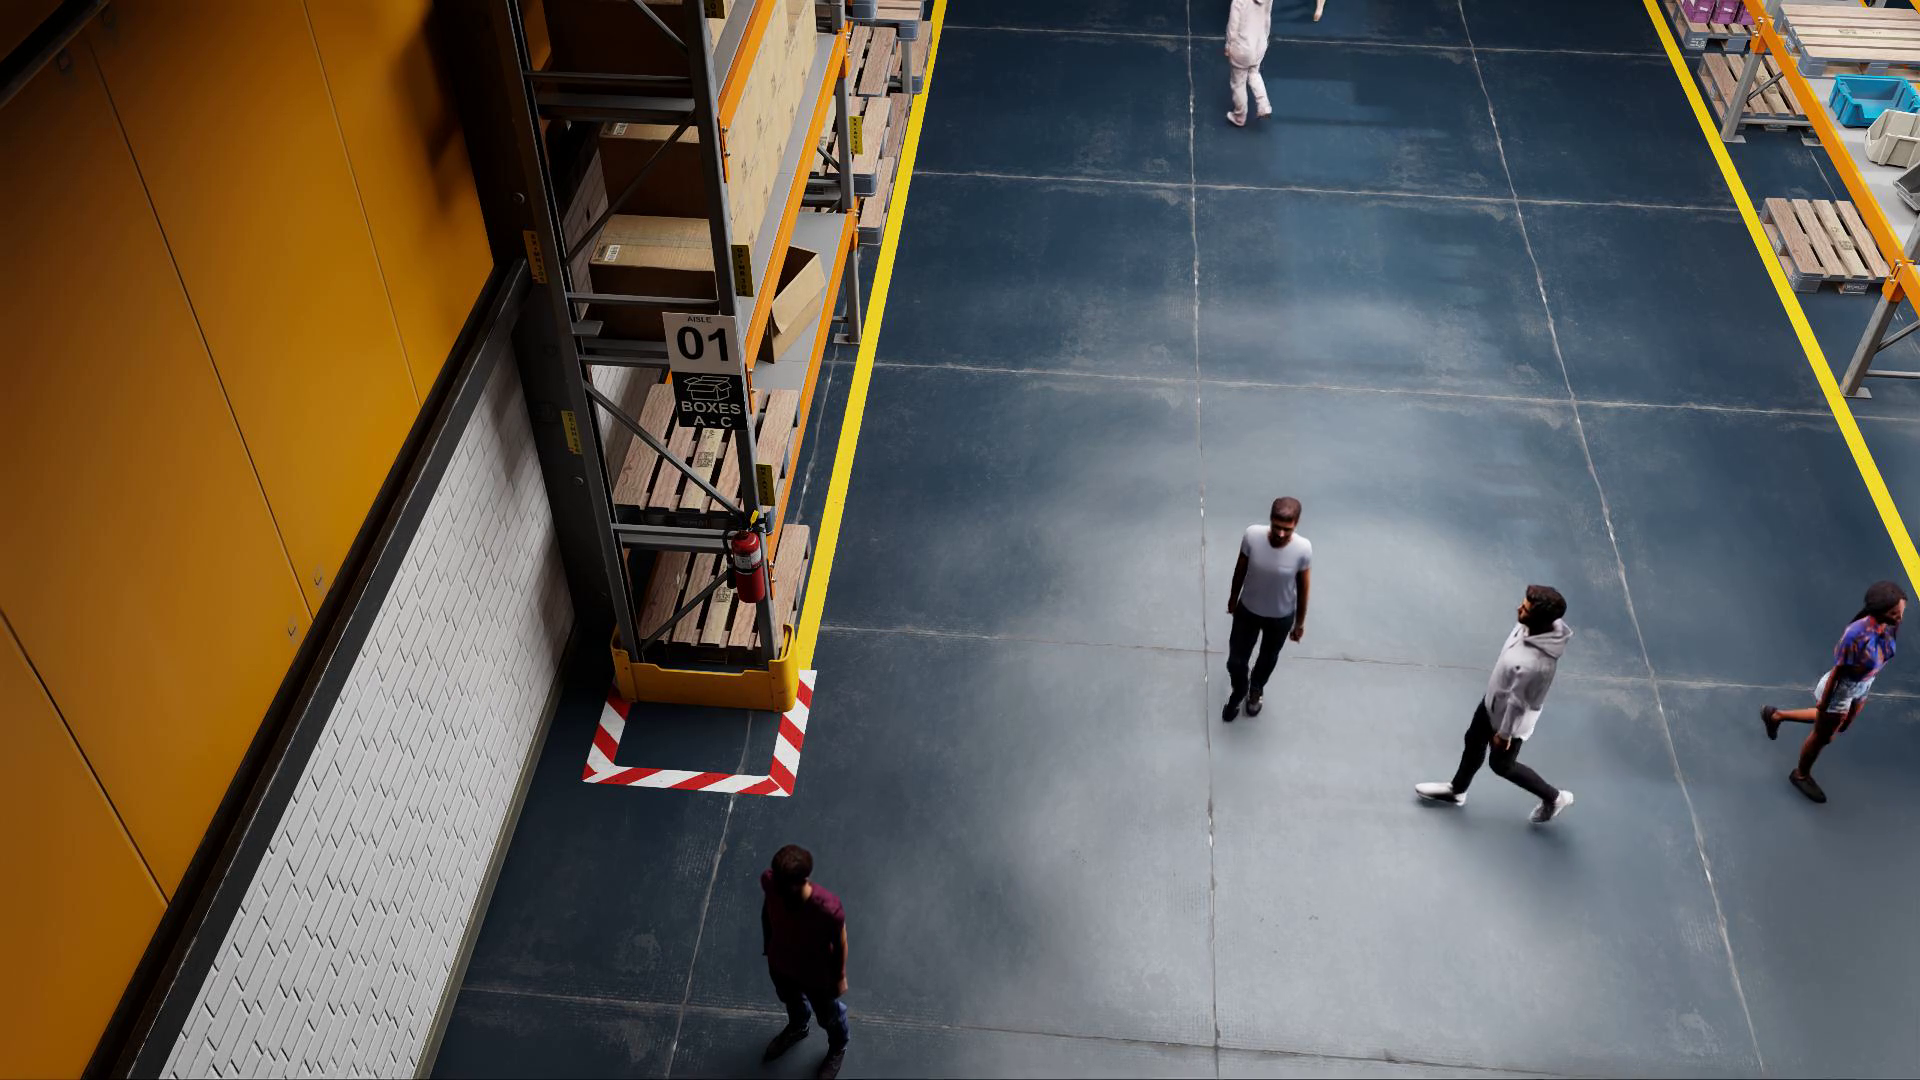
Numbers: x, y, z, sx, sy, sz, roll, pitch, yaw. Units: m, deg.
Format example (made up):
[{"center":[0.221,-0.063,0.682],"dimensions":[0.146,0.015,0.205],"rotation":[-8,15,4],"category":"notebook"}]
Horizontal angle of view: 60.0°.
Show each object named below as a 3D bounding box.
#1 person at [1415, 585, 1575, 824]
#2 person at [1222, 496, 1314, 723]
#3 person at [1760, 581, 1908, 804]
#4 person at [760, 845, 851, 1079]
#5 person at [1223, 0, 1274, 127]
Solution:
[{"center":[3.326,1.014,9.760],"dimensions":[0.801,1.903,1.088],"rotation":[7,44,8],"category":"person"},{"center":[1.940,0.377,10.467],"dimensions":[0.716,1.852,0.730],"rotation":[11,45,11],"category":"person"},{"center":[5.276,0.849,10.059],"dimensions":[0.866,1.730,0.971],"rotation":[-22,48,-22],"category":"person"},{"center":[-0.800,2.163,8.591],"dimensions":[0.742,1.852,0.711],"rotation":[23,48,22],"category":"person"},{"center":[2.809,-4.708,15.936],"dimensions":[0.836,1.669,0.899],"rotation":[-20,47,-19],"category":"person"}]
